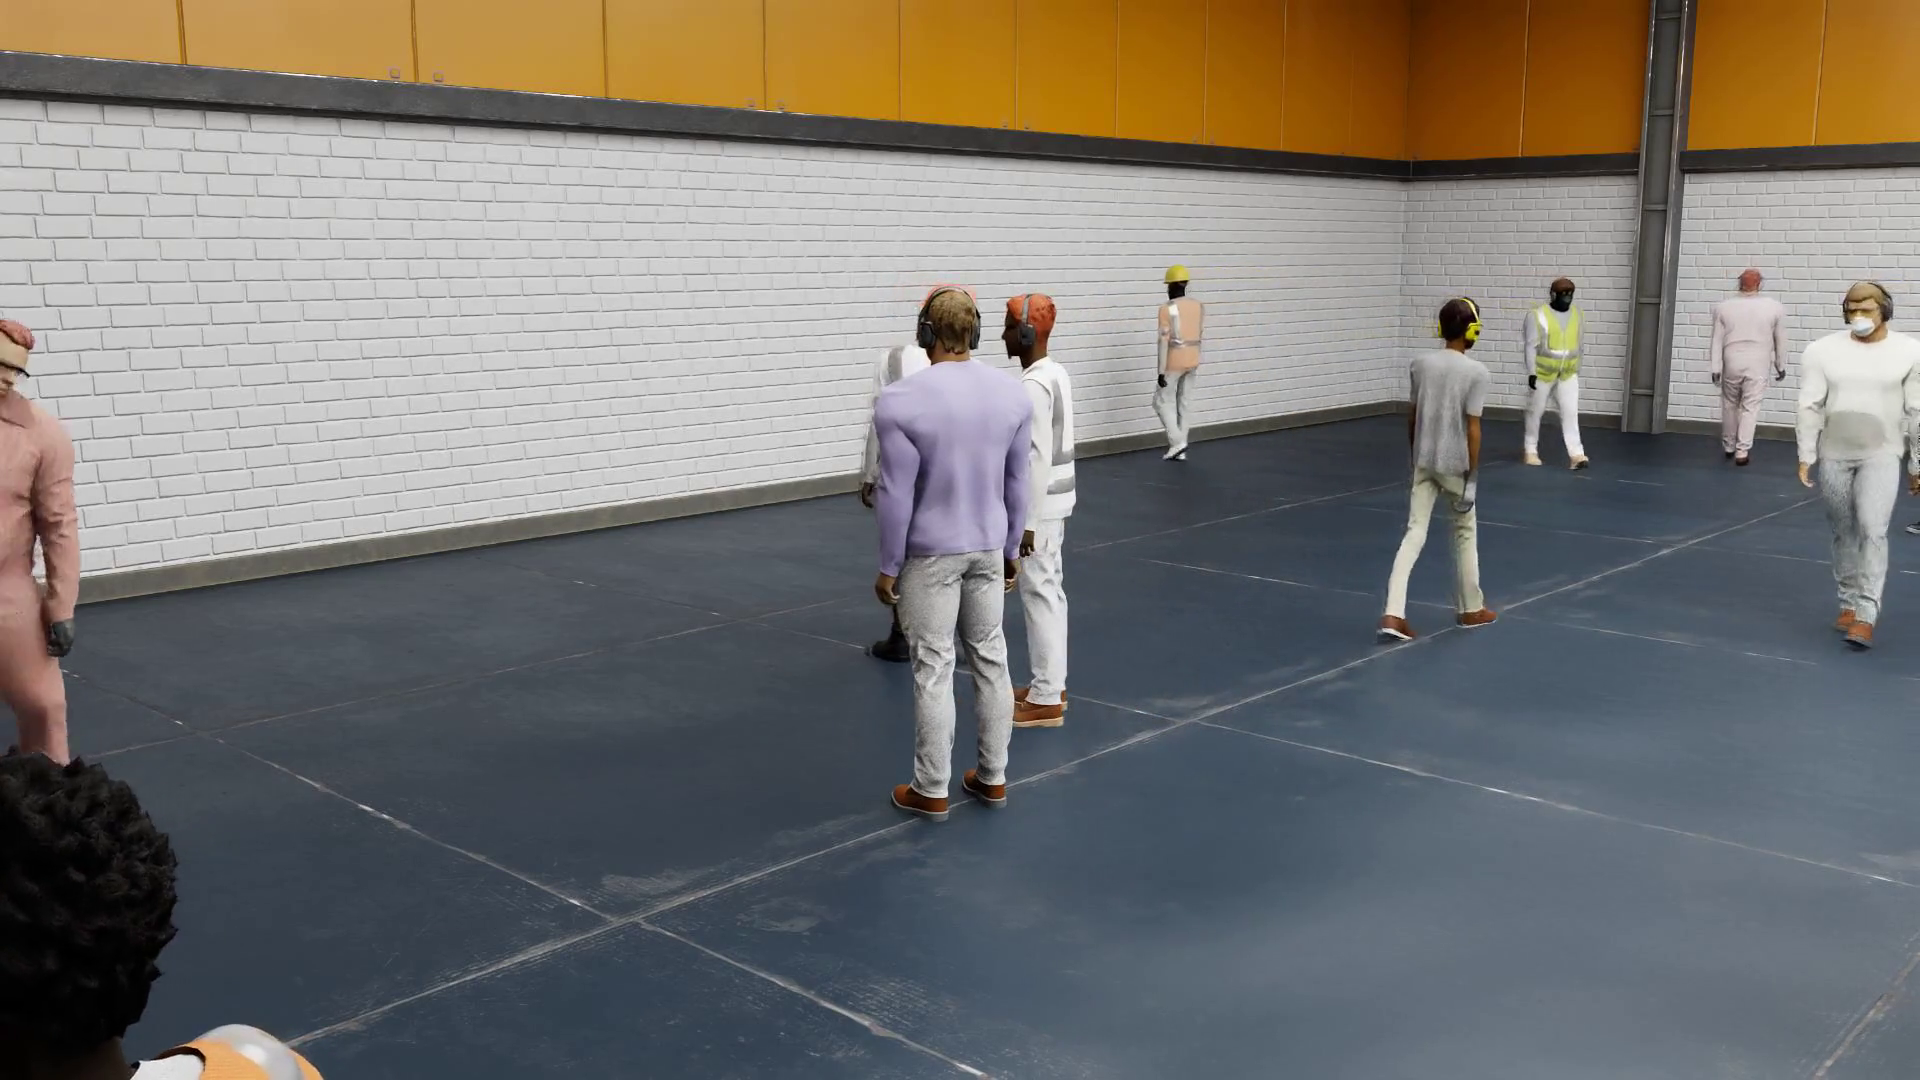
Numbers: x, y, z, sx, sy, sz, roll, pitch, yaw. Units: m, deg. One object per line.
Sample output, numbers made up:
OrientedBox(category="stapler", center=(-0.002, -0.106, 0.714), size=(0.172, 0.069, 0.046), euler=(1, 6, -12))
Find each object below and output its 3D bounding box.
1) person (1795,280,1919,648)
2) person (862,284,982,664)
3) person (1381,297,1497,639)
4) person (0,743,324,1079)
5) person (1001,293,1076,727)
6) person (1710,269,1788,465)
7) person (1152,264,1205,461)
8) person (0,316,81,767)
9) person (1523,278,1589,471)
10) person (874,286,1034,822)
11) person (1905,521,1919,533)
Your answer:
OrientedBox(category="person", center=(4.710, -0.402, 8.755), size=(0.630, 1.896, 0.902), euler=(8, 13, 38))
OrientedBox(category="person", center=(-0.178, -0.307, 8.265), size=(0.640, 1.898, 0.338), euler=(1, 10, 8))
OrientedBox(category="person", center=(2.564, -0.380, 8.896), size=(0.973, 1.826, 0.538), euler=(-9, 14, -43))
OrientedBox(category="person", center=(-0.701, 0.998, 1.406), size=(0.321, 1.695, 0.537), euler=(2, 10, 13))
OrientedBox(category="person", center=(0.331, -0.127, 7.249), size=(0.337, 1.882, 0.584), euler=(2, 10, 11))
OrientedBox(category="person", center=(7.657, -1.679, 16.148), size=(0.651, 1.863, 0.943), euler=(7, 12, 33))
OrientedBox(category="person", center=(2.114, -1.703, 16.122), size=(0.615, 1.918, 0.410), euler=(-7, 12, -33))
OrientedBox(category="person", center=(-3.268, 0.197, 5.480), size=(0.722, 1.875, 0.401), euler=(-3, 11, -19))
OrientedBox(category="person", center=(5.604, -1.553, 15.650), size=(0.638, 1.787, 0.979), euler=(-1, 10, -4))
OrientedBox(category="person", center=(-0.034, 0.056, 6.054), size=(0.630, 1.940, 0.373), euler=(-6, 12, -30))
OrientedBox(category="person", center=(7.104, -0.915, 11.915), size=(0.403, 1.826, 0.591), euler=(-2, 10, -12))
